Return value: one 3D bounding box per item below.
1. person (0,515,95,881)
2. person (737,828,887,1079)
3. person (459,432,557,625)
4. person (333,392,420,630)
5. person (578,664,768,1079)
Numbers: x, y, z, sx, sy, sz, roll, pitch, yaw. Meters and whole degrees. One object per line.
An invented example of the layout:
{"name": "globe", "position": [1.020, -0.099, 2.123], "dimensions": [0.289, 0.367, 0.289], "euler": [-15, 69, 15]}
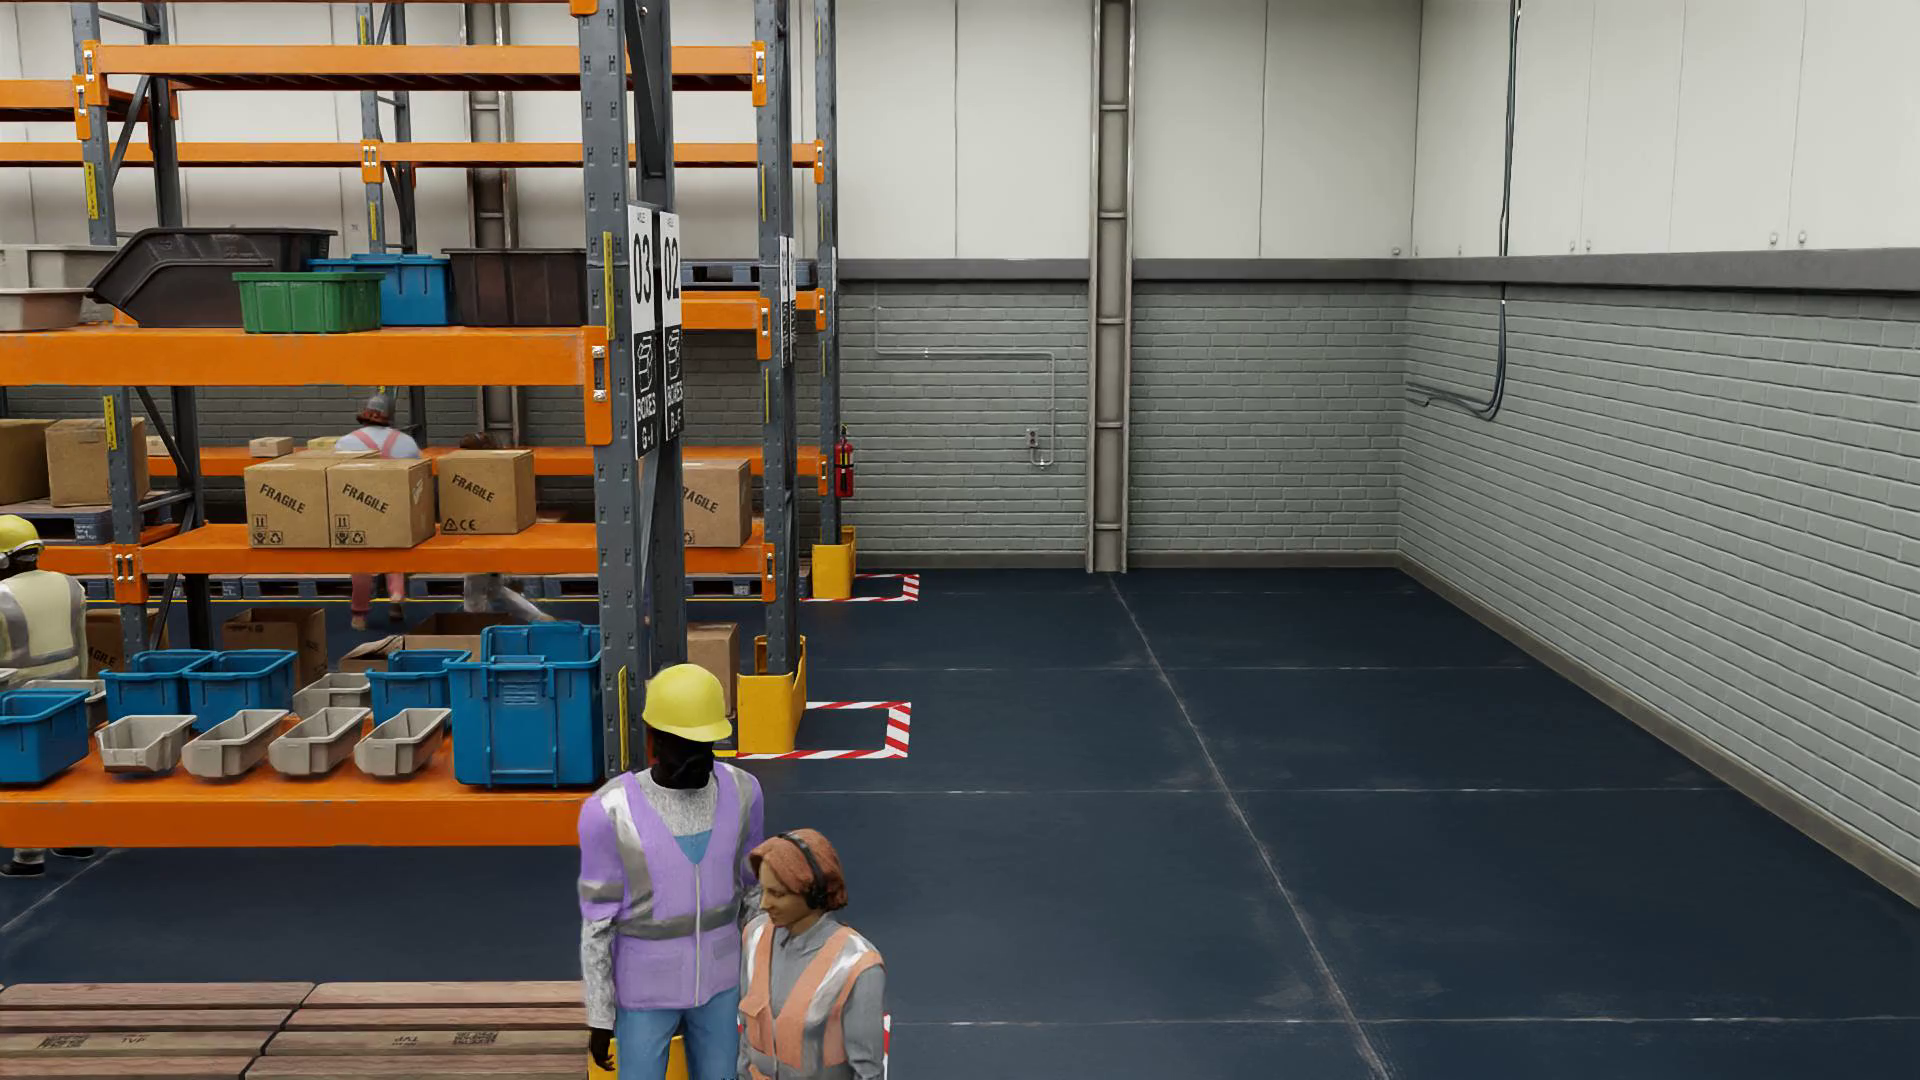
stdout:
{"name": "person", "position": [-4.643, 0.779, 8.325], "dimensions": [0.403, 1.824, 0.598], "euler": [4, 10, 22]}
{"name": "person", "position": [-0.379, 1.530, 4.303], "dimensions": [0.526, 1.632, 0.311], "euler": [8, 12, 42]}
{"name": "person", "position": [-3.571, 0.058, 12.812], "dimensions": [0.769, 1.804, 0.626], "euler": [-1, 9, -8]}
{"name": "person", "position": [-4.929, -0.259, 14.010], "dimensions": [0.736, 2.000, 0.588], "euler": [-5, 11, -30]}
{"name": "person", "position": [-0.812, 1.294, 4.883], "dimensions": [0.597, 1.915, 0.398], "euler": [-6, 11, -34]}
